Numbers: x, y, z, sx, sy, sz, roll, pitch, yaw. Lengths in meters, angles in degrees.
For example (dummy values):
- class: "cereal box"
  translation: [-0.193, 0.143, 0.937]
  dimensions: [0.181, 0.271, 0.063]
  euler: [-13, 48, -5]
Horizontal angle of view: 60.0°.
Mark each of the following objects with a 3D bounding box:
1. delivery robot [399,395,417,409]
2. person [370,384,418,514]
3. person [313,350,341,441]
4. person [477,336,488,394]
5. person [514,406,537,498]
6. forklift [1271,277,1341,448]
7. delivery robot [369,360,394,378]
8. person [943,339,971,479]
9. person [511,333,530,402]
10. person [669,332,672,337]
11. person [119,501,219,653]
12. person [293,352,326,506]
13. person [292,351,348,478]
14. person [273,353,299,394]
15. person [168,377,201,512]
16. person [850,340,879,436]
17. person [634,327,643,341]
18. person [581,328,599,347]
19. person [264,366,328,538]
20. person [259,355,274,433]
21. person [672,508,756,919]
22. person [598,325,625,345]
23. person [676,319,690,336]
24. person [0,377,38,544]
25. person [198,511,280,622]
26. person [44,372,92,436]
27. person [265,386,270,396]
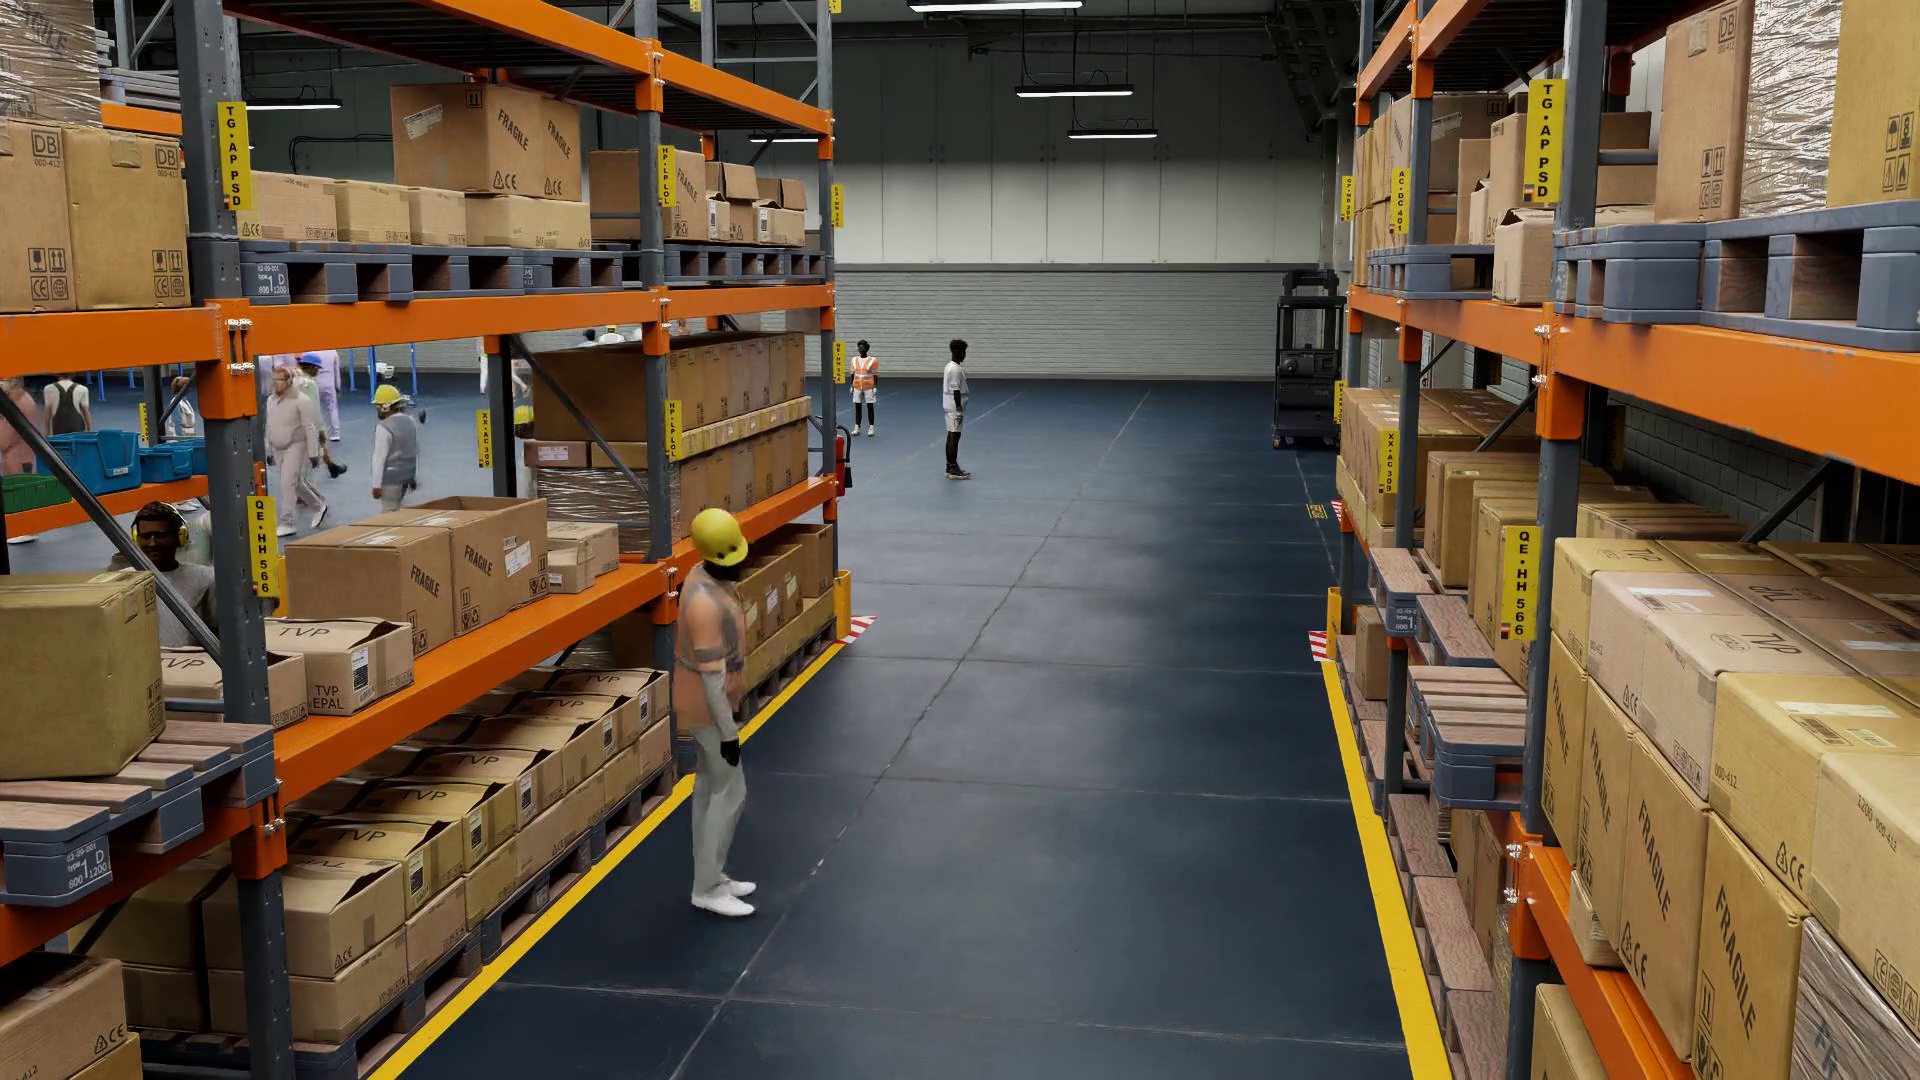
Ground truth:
- class: "delivery robot"
  translation: [-10.547, -2.644, 31.735]
  dimensions: [0.335, 0.223, 0.698]
  euler: [-1, 9, -3]
- class: "person"
  translation: [-5.549, -0.612, 16.269]
  dimensions: [0.441, 1.816, 0.625]
  euler: [2, 9, 12]
- class: "person"
  translation: [-10.953, -2.617, 28.485]
  dimensions: [0.613, 1.867, 0.779]
  euler: [7, 12, 38]
- class: "person"
  translation: [-11.123, -4.368, 39.433]
  dimensions: [0.687, 1.825, 0.469]
  euler: [-1, 9, -6]
- class: "person"
  translation: [-3.734, -0.305, 14.591]
  dimensions: [0.393, 1.750, 0.543]
  euler: [-1, 9, -5]
- class: "forklift"
  translation: [5.847, -3.016, 27.970]
  dimensions: [1.129, 2.768, 1.873]
  euler: [1, 9, 9]
- class: "delivery robot"
  translation: [-15.369, -4.531, 44.174]
  dimensions: [0.707, 0.478, 0.477]
  euler: [7, 11, 35]
- class: "person"
  translation: [-0.055, -1.868, 23.573]
  dimensions: [0.367, 1.964, 0.604]
  euler: [-2, 9, -10]
- class: "person"
  translation: [-9.950, -4.049, 36.984]
  dimensions: [0.554, 1.976, 0.700]
  euler: [-6, 11, -34]
- class: "person"
  translation: [-6.846, -4.147, 38.012]
  dimensions: [0.634, 1.839, 0.429]
  euler: [9, 13, 43]
- class: "person"
  translation: [-3.678, 0.743, 7.768]
  dimensions: [0.519, 1.868, 0.328]
  euler: [-3, 10, -18]
- class: "person"
  translation: [-8.187, -1.397, 20.848]
  dimensions: [0.610, 1.898, 0.736]
  euler: [-8, 12, -41]
- class: "person"
  translation: [-9.035, -1.742, 23.070]
  dimensions: [0.552, 1.875, 1.021]
  euler: [5, 10, 28]
- class: "person"
  translation: [-11.195, -2.555, 27.609]
  dimensions: [0.394, 2.034, 0.645]
  euler: [2, 9, 13]
- class: "person"
  translation: [-9.491, -1.176, 20.316]
  dimensions: [0.315, 1.636, 0.515]
  euler: [-2, 10, -15]
- class: "person"
  translation: [-1.710, -2.699, 29.521]
  dimensions: [0.540, 1.696, 0.316]
  euler: [3, 10, 16]
- class: "person"
  translation: [-6.731, -4.012, 36.691]
  dimensions: [0.701, 2.000, 0.924]
  euler: [5, 10, 26]
- class: "person"
  translation: [-7.876, -3.695, 35.671]
  dimensions: [0.540, 1.682, 0.372]
  euler: [5, 11, 29]
- class: "person"
  translation: [-7.451, -1.015, 18.620]
  dimensions: [0.657, 1.876, 0.904]
  euler: [5, 10, 27]
- class: "person"
  translation: [-11.701, -2.522, 27.928]
  dimensions: [0.657, 1.853, 0.905]
  euler: [6, 11, 35]
- class: "person"
  translation: [-1.126, 0.770, 7.596]
  dimensions: [0.370, 1.879, 0.623]
  euler: [-2, 9, -10]
- class: "person"
  translation: [-7.648, -3.924, 36.646]
  dimensions: [0.591, 1.837, 0.403]
  euler: [-1, 9, -5]
- class: "person"
  translation: [-7.551, -5.234, 45.334]
  dimensions: [0.310, 1.638, 0.523]
  euler: [5, 10, 28]
- class: "person"
  translation: [-10.150, -0.912, 17.871]
  dimensions: [0.667, 1.895, 0.427]
  euler: [8, 12, 39]
- class: "person"
  translation: [-4.790, 0.340, 11.035]
  dimensions: [0.522, 1.616, 0.740]
  euler: [-1, 9, -8]
- class: "person"
  translation: [-11.204, -1.348, 20.911]
  dimensions: [0.541, 1.805, 0.712]
  euler: [-5, 11, -29]
- class: "person"
  translation: [-14.842, -3.708, 35.126]
  dimensions: [0.911, 1.914, 0.641]
  euler: [-1, 9, -5]
